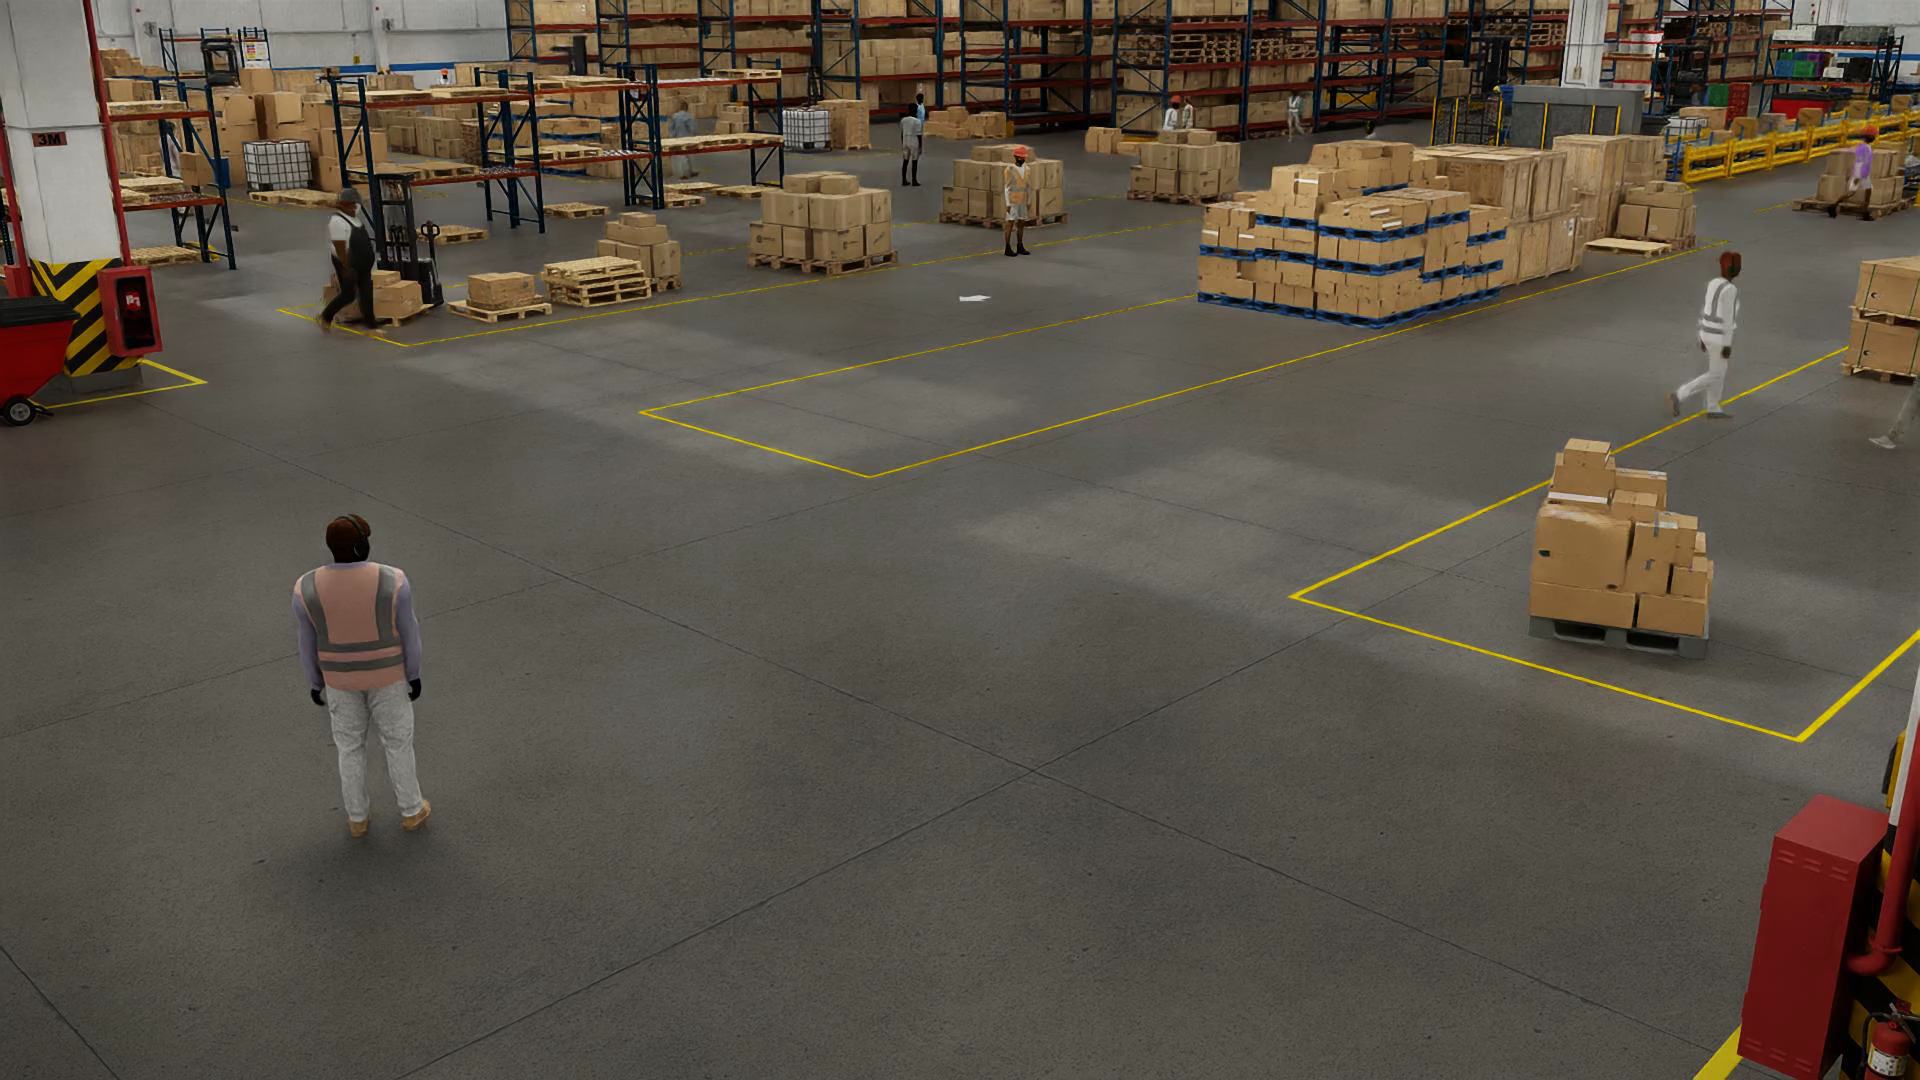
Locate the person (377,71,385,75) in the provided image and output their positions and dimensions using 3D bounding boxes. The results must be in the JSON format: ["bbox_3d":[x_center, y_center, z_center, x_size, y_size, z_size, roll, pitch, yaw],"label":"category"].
[{"bbox_3d":[-19.625,-15.028,56.694,0.430,1.837,0.620,8,20,22],"label":"person"}]

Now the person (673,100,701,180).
[{"bbox_3d":[-6.694,-9.863,41.037,0.664,1.898,0.963,16,24,39],"label":"person"}]

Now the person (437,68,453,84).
[{"bbox_3d":[-17.600,-15.186,57.024,0.543,1.928,0.372,-8,20,-22],"label":"person"}]

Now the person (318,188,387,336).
[{"bbox_3d":[-8.249,-3.746,22.379,0.805,2.000,0.686,4,19,11],"label":"person"}]

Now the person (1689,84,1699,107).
[{"bbox_3d":[23.556,-13.802,53.356,0.601,1.587,0.520,7,19,19],"label":"person"}]

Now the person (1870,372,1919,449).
[{"bbox_3d":[9.820,-1.708,16.767,0.891,1.687,0.506,-1,18,-3],"label":"person"}]

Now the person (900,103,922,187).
[{"bbox_3d":[-1.149,-9.373,39.473,0.606,1.958,0.382,13,22,34],"label":"person"}]

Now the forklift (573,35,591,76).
[{"bbox_3d":[-14.277,-17.633,62.909,1.873,2.768,1.129,0,18,-1],"label":"forklift"}]

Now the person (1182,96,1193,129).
[{"bbox_3d":[6.432,-11.735,47.076,0.307,1.641,0.512,7,20,20],"label":"person"}]

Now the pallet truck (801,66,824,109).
[{"bbox_3d":[-4.812,-15.182,56.903,0.823,1.965,1.885,-9,21,-26],"label":"pallet truck"}]

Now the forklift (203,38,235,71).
[{"bbox_3d":[-26.325,-16.469,59.401,1.129,2.768,1.873,-7,20,-20],"label":"forklift"}]

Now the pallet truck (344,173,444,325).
[{"bbox_3d":[-8.209,-4.181,23.757,0.823,1.965,1.885,3,19,9],"label":"pallet truck"}]

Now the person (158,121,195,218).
[{"bbox_3d":[-16.141,-7.612,34.185,0.635,1.938,0.359,12,22,32],"label":"person"}]

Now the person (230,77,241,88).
[{"bbox_3d":[-22.396,-13.441,51.810,0.885,1.905,0.638,16,24,40],"label":"person"}]

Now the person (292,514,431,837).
[{"bbox_3d":[-3.272,0.751,9.149,0.624,1.841,0.430,-3,19,-9],"label":"person"}]

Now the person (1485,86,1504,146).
[{"bbox_3d":[15.864,-12.577,49.416,0.533,1.768,0.311,7,20,21],"label":"person"}]

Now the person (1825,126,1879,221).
[{"bbox_3d":[18.221,-7.448,33.773,0.551,1.903,0.931,-16,24,-39],"label":"person"}]

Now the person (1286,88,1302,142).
[{"bbox_3d":[10.292,-13.068,51.123,0.517,1.625,0.439,16,24,40],"label":"person"}]

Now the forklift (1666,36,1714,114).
[{"bbox_3d":[27.341,-17.291,61.877,1.129,2.768,1.873,17,25,41],"label":"forklift"}]

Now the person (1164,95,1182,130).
[{"bbox_3d":[5.426,-10.481,42.865,0.514,1.915,0.576,-4,19,-12],"label":"person"}]

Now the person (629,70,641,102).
[{"bbox_3d":[-11.031,-14.855,56.058,0.592,1.910,0.386,-14,23,-35],"label":"person"}]

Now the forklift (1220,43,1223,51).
[{"bbox_3d":[8.322,-15.262,55.763,1.129,2.768,1.873,17,25,41],"label":"forklift"}]

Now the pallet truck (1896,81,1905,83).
[{"bbox_3d":[34.802,-16.331,61.455,0.653,1.274,1.630,17,25,41],"label":"pallet truck"}]

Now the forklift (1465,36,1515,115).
[{"bbox_3d":[19.973,-17.201,61.605,1.873,2.768,1.129,16,24,40],"label":"forklift"}]

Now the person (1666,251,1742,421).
[{"bbox_3d":[8.098,-2.179,17.939,0.691,1.865,0.588,3,19,8],"label":"person"}]

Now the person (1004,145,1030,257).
[{"bbox_3d":[1.032,-5.950,29.205,0.542,1.928,0.400,-14,23,-36],"label":"person"}]

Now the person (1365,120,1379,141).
[{"bbox_3d":[8.898,-8.148,36.004,0.511,1.832,0.987,-17,25,-41],"label":"person"}]

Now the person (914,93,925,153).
[{"bbox_3d":[-1.168,-11.846,47.339,0.322,1.691,0.532,7,20,20],"label":"person"}]

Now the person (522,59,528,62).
[{"bbox_3d":[-16.251,-17.036,62.494,0.378,1.995,0.612,7,20,21],"label":"person"}]
